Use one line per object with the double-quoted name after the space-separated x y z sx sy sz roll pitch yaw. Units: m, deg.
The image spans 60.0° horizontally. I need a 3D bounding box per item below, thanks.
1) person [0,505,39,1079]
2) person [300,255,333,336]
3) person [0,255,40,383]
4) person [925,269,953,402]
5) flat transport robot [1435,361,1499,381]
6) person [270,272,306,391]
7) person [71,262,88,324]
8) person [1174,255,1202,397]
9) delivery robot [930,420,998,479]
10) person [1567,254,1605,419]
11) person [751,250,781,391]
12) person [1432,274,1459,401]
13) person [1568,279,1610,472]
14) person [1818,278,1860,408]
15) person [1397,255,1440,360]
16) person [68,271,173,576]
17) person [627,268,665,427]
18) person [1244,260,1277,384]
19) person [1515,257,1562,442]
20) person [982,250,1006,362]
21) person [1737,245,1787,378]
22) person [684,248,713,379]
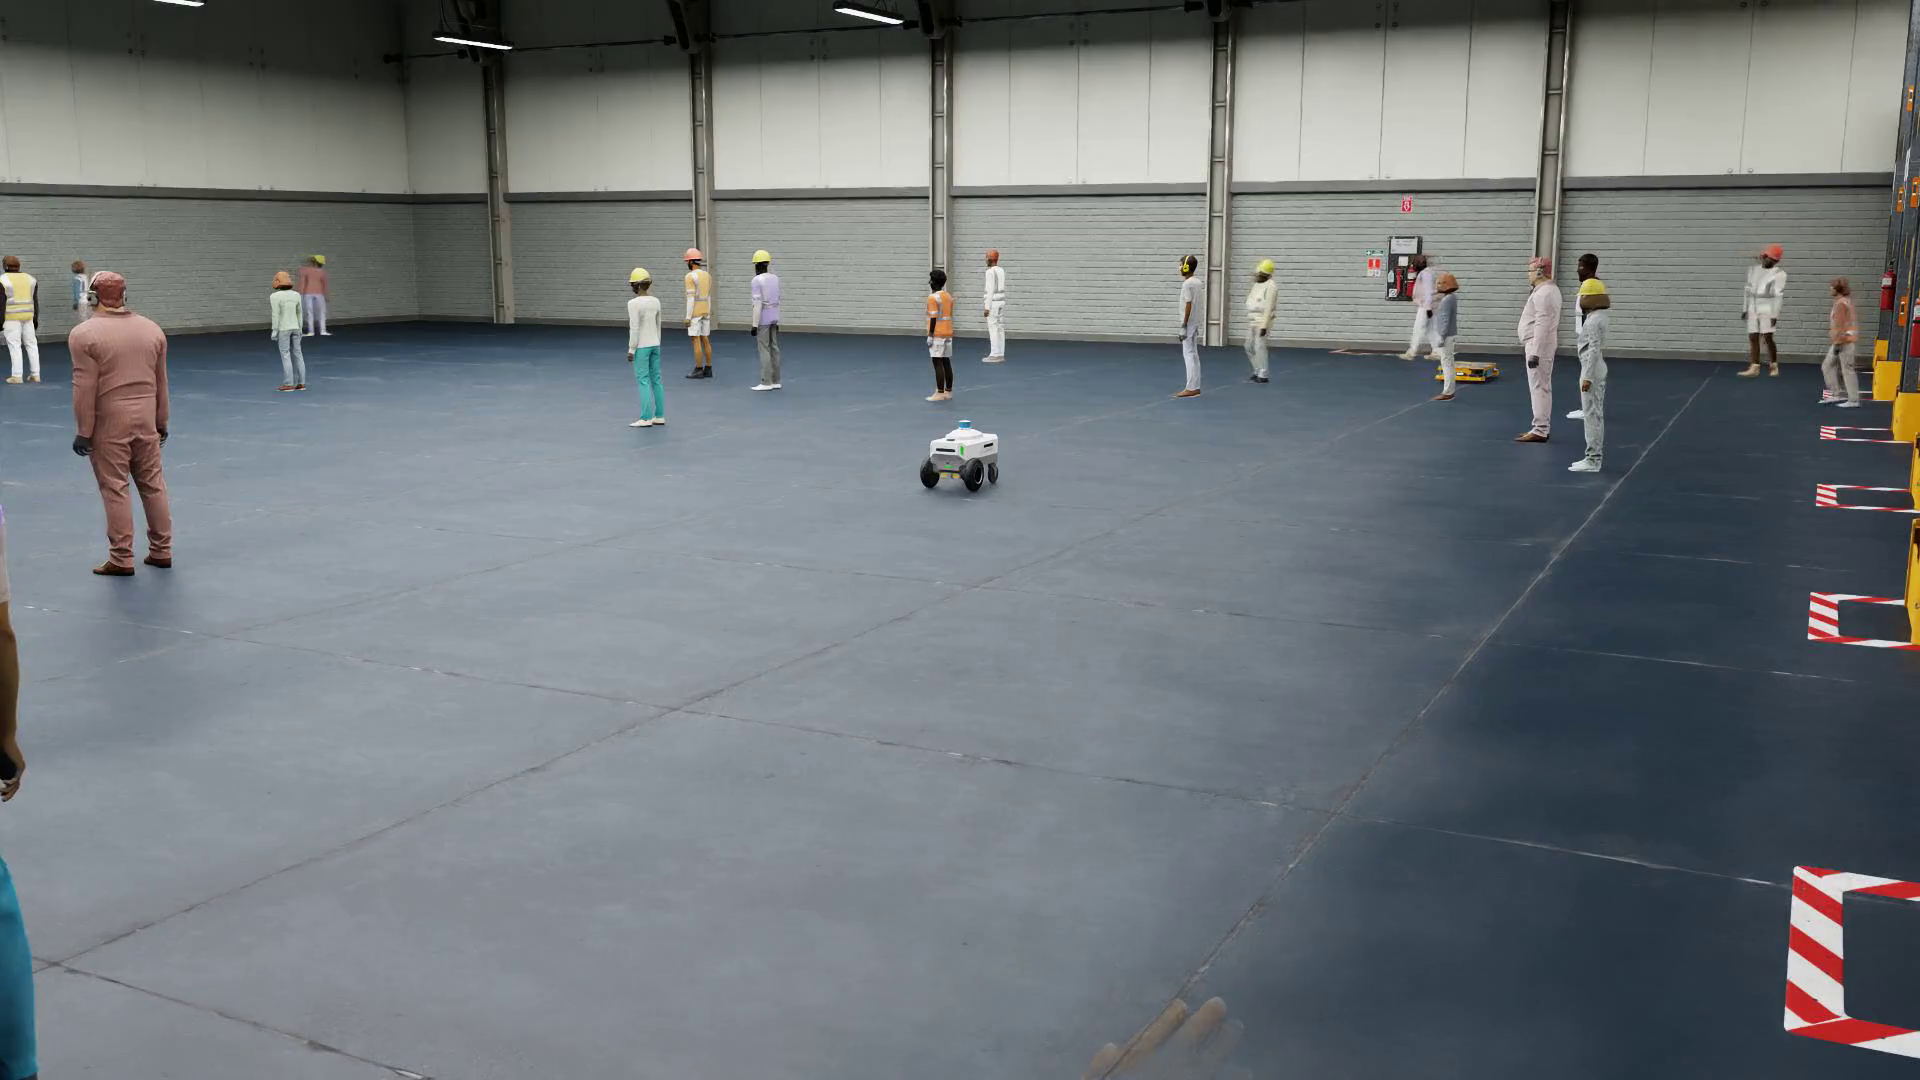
-2.449 0.514 3.871 0.374 1.840 0.572 5 12 27 "person"
-13.643 -5.151 35.110 0.634 1.721 0.331 -2 11 -10 "person"
-13.670 -3.196 24.105 0.429 1.841 0.634 5 12 27 "person"
-0.271 -2.609 21.296 0.317 1.695 0.540 5 12 27 "person"
7.513 -2.500 24.596 0.652 0.197 1.431 5 12 27 "flat transport robot"
-9.238 -2.859 22.834 0.267 1.632 0.507 5 12 27 "person"
-17.266 -4.658 32.742 0.349 1.605 0.604 -2 11 -13 "person"
3.024 -2.818 21.972 0.309 1.868 0.535 5 12 27 "person"
0.040 -0.773 14.149 0.477 0.478 0.707 5 12 27 "delivery robot"
7.333 -2.366 19.378 0.370 1.914 0.597 5 12 27 "person"
-2.697 -3.017 22.894 0.382 1.924 0.594 5 12 27 "person"
6.288 -2.617 21.515 0.267 1.632 0.507 5 12 27 "person"
5.699 -1.489 15.068 0.325 1.740 0.493 5 12 27 "person"
10.936 -2.439 20.618 0.553 1.599 0.517 5 11 25 "person"
7.877 -3.959 28.432 0.777 1.796 0.651 2 11 13 "person"
-5.301 -0.730 10.479 0.402 1.906 0.652 5 12 27 "person"
-3.533 -2.140 18.552 0.326 1.767 0.533 5 12 27 "person"
4.296 -3.106 23.798 0.430 1.783 0.681 -2 11 -13 "person"
5.972 -1.963 17.212 0.402 1.904 0.652 5 12 27 "person"
0.576 -3.939 28.037 0.337 1.882 0.585 5 12 27 "person"
12.078 -3.422 24.964 0.444 1.990 0.694 -4 11 -23 "person"
-3.938 -3.373 24.814 0.377 1.932 0.552 5 12 27 "person"
